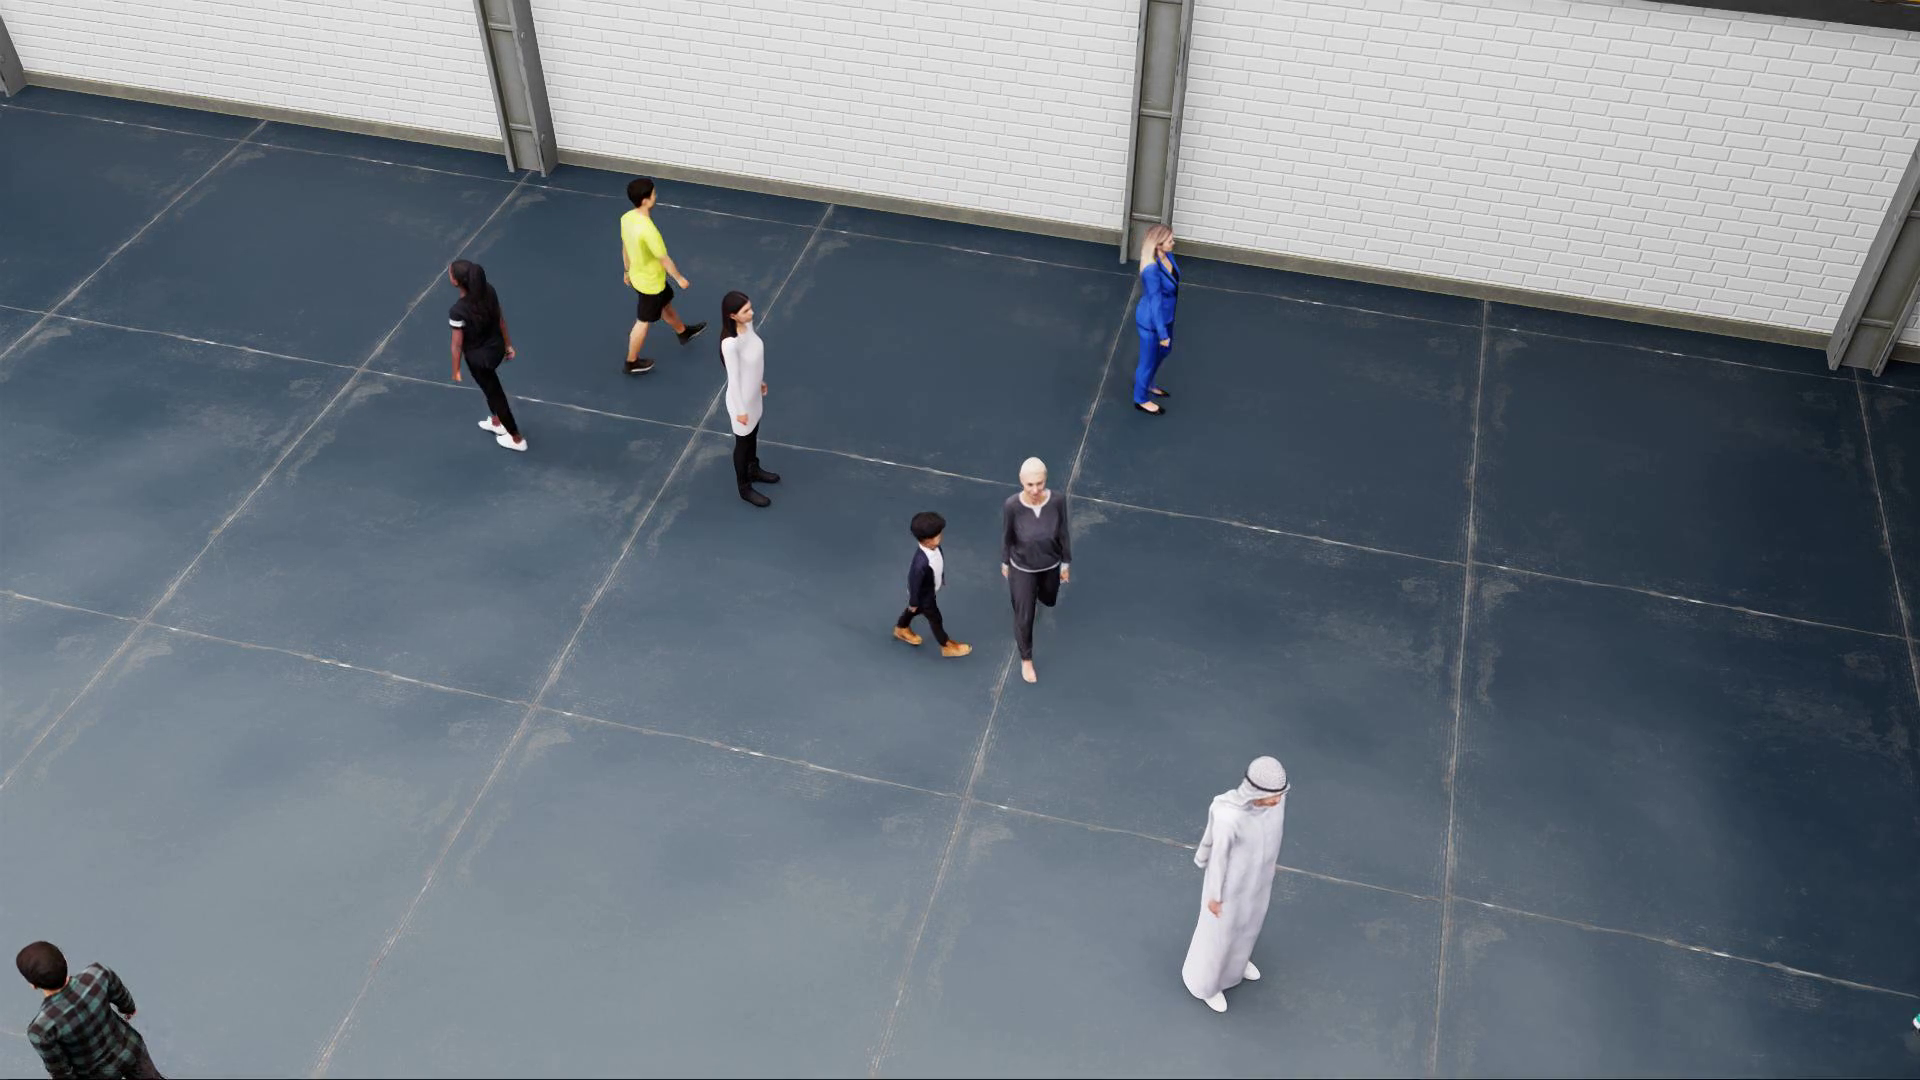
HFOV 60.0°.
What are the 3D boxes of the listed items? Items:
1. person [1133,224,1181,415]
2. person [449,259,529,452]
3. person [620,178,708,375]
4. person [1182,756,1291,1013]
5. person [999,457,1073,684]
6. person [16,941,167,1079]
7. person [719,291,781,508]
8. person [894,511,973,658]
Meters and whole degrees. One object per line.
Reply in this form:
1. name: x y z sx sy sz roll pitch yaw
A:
1. person: 1.438 -1.712 12.892 0.557 1.697 0.644 13 45 13
2. person: -3.497 -1.350 12.498 0.774 1.717 0.700 18 46 18
3. person: -2.559 -2.061 13.280 1.117 1.667 1.085 -24 49 -23
4. person: 1.512 1.815 9.020 0.810 1.931 0.830 -32 52 -29
5. person: 0.491 0.087 10.998 1.027 1.704 0.963 -9 44 -9
6. person: -4.210 2.582 8.294 1.010 1.695 0.860 21 47 21
7. person: -1.570 -1.051 12.118 0.520 1.808 0.607 9 44 10
8. person: -0.287 0.287 11.158 0.786 1.195 0.511 14 45 14
